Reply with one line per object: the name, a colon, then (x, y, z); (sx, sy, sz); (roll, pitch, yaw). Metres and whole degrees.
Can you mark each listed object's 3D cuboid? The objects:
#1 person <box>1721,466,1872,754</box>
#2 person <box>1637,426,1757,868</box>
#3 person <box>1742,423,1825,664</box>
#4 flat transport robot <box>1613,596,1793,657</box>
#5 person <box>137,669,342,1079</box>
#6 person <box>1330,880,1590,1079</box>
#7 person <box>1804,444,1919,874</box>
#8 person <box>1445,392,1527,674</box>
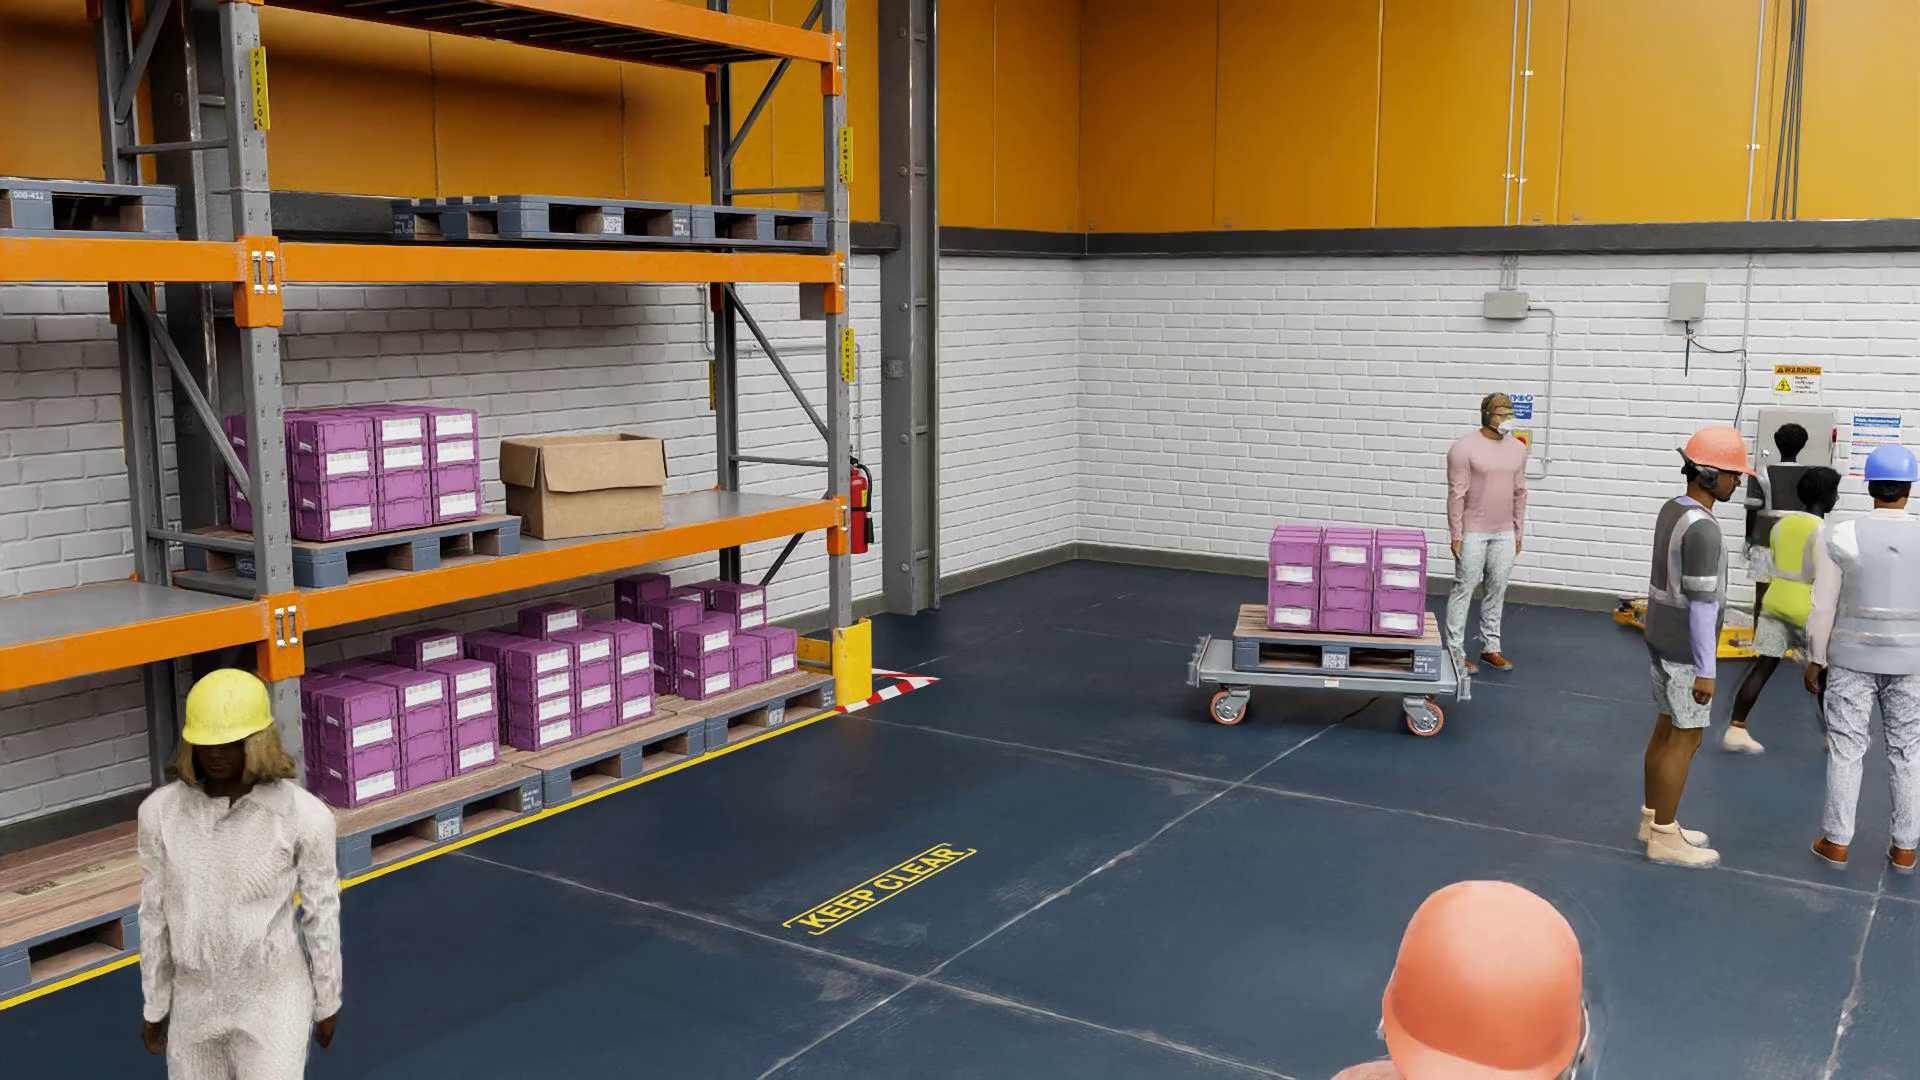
person: (4.718, 0.405, 9.354); (0.862, 1.650, 0.534); (-2, 9, -14)
person: (3.351, 0.490, 7.592); (0.409, 2.028, 0.613); (1, 9, 9)
person: (5.772, 0.028, 11.658); (0.540, 1.697, 0.318); (3, 9, 19)
flat transport robot: (5.484, 0.631, 12.345); (0.652, 0.197, 1.431); (0, 9, -3)
person: (-1.816, 1.144, 4.286); (0.486, 1.720, 0.652); (0, 9, 1)
person: (0.695, 1.365, 2.221); (0.989, 1.931, 0.602); (-9, 12, -44)
person: (4.153, 0.538, 7.530); (0.608, 1.943, 0.402); (3, 9, 17)
person: (3.607, -0.049, 11.408); (0.633, 1.932, 0.363); (-3, 9, -19)
